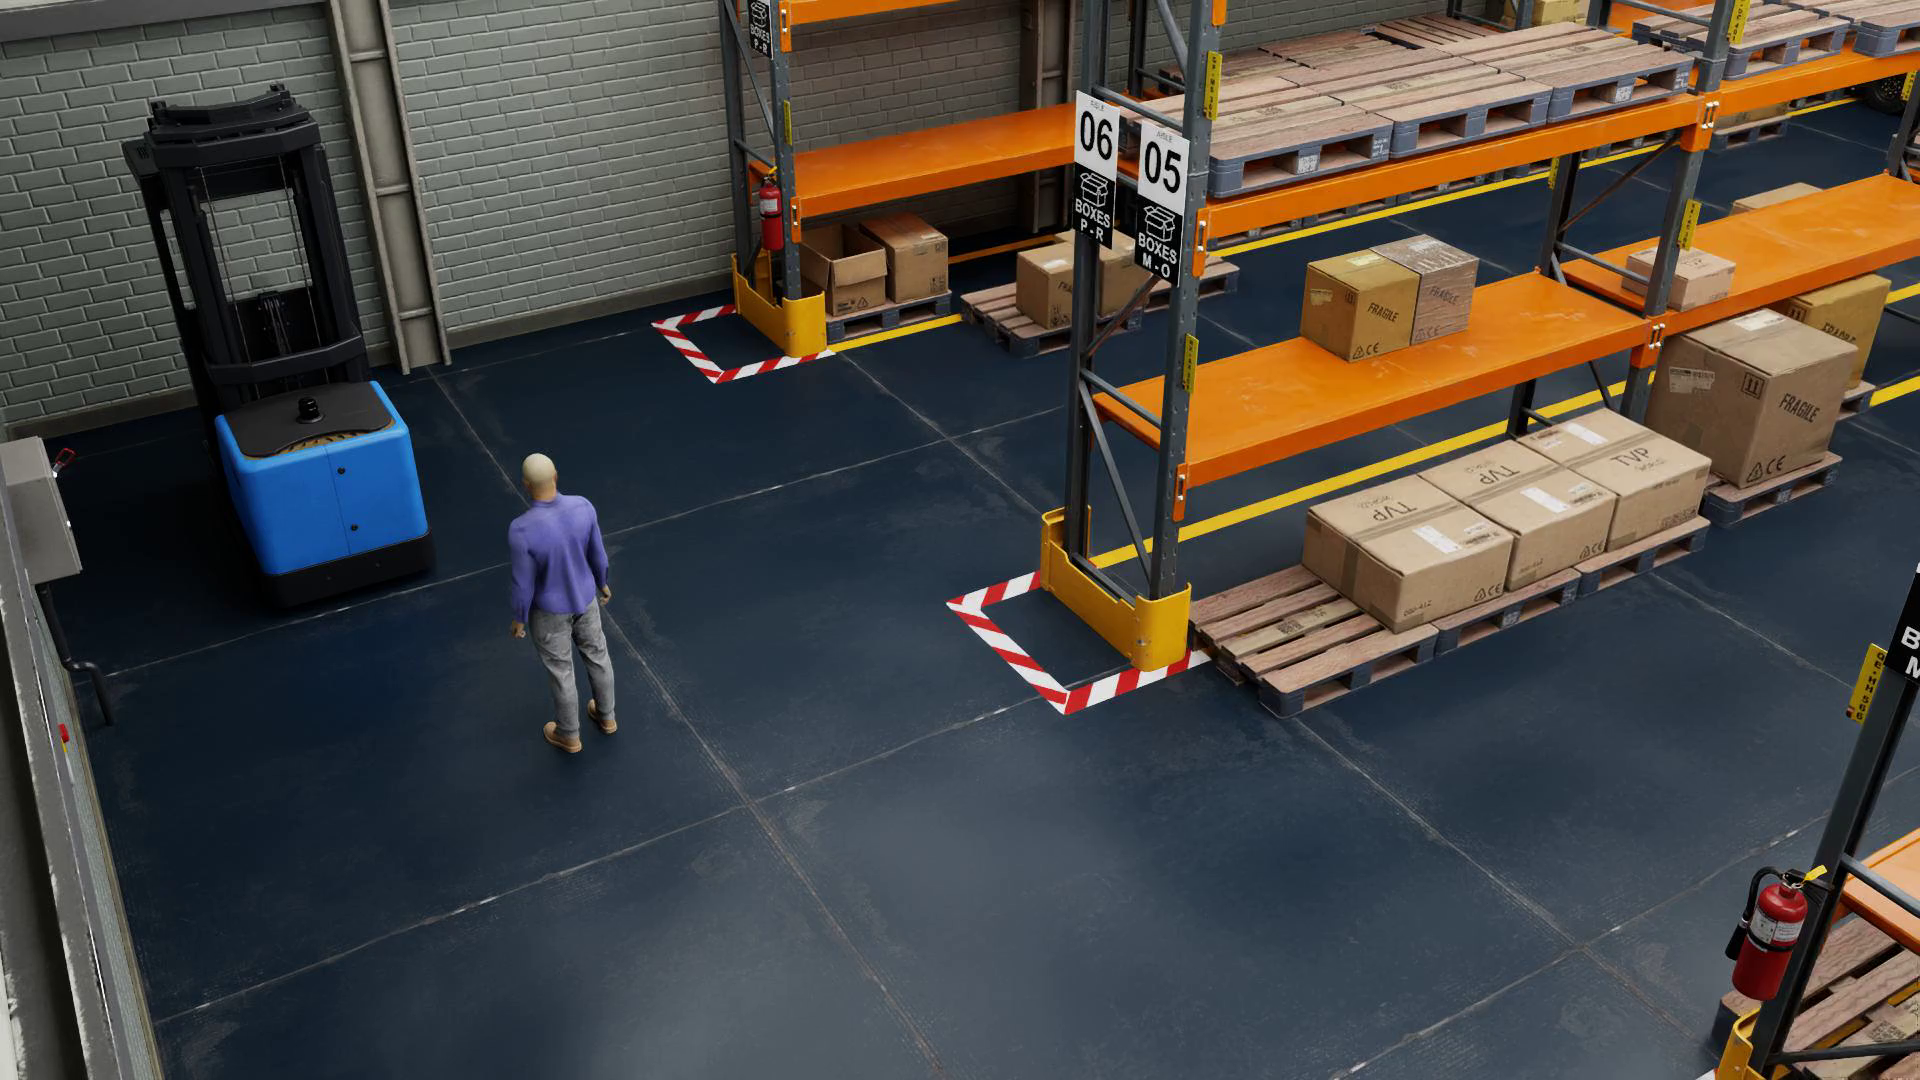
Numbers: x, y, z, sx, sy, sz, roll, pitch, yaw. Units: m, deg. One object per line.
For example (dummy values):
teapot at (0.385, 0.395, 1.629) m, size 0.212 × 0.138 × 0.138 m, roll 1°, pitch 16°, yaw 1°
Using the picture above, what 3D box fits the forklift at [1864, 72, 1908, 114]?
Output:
forklift at (11.468, -5.645, 18.244) m, size 1.214 × 2.155 × 2.313 m, roll -17°, pitch 36°, yaw -26°

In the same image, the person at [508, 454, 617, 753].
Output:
person at (-2.121, 0.349, 8.926) m, size 0.587 × 1.796 × 0.395 m, roll -25°, pitch 40°, yaw -35°

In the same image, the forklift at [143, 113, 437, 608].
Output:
forklift at (-4.289, -1.259, 10.509) m, size 1.129 × 2.768 × 1.873 m, roll -17°, pitch 36°, yaw -26°
